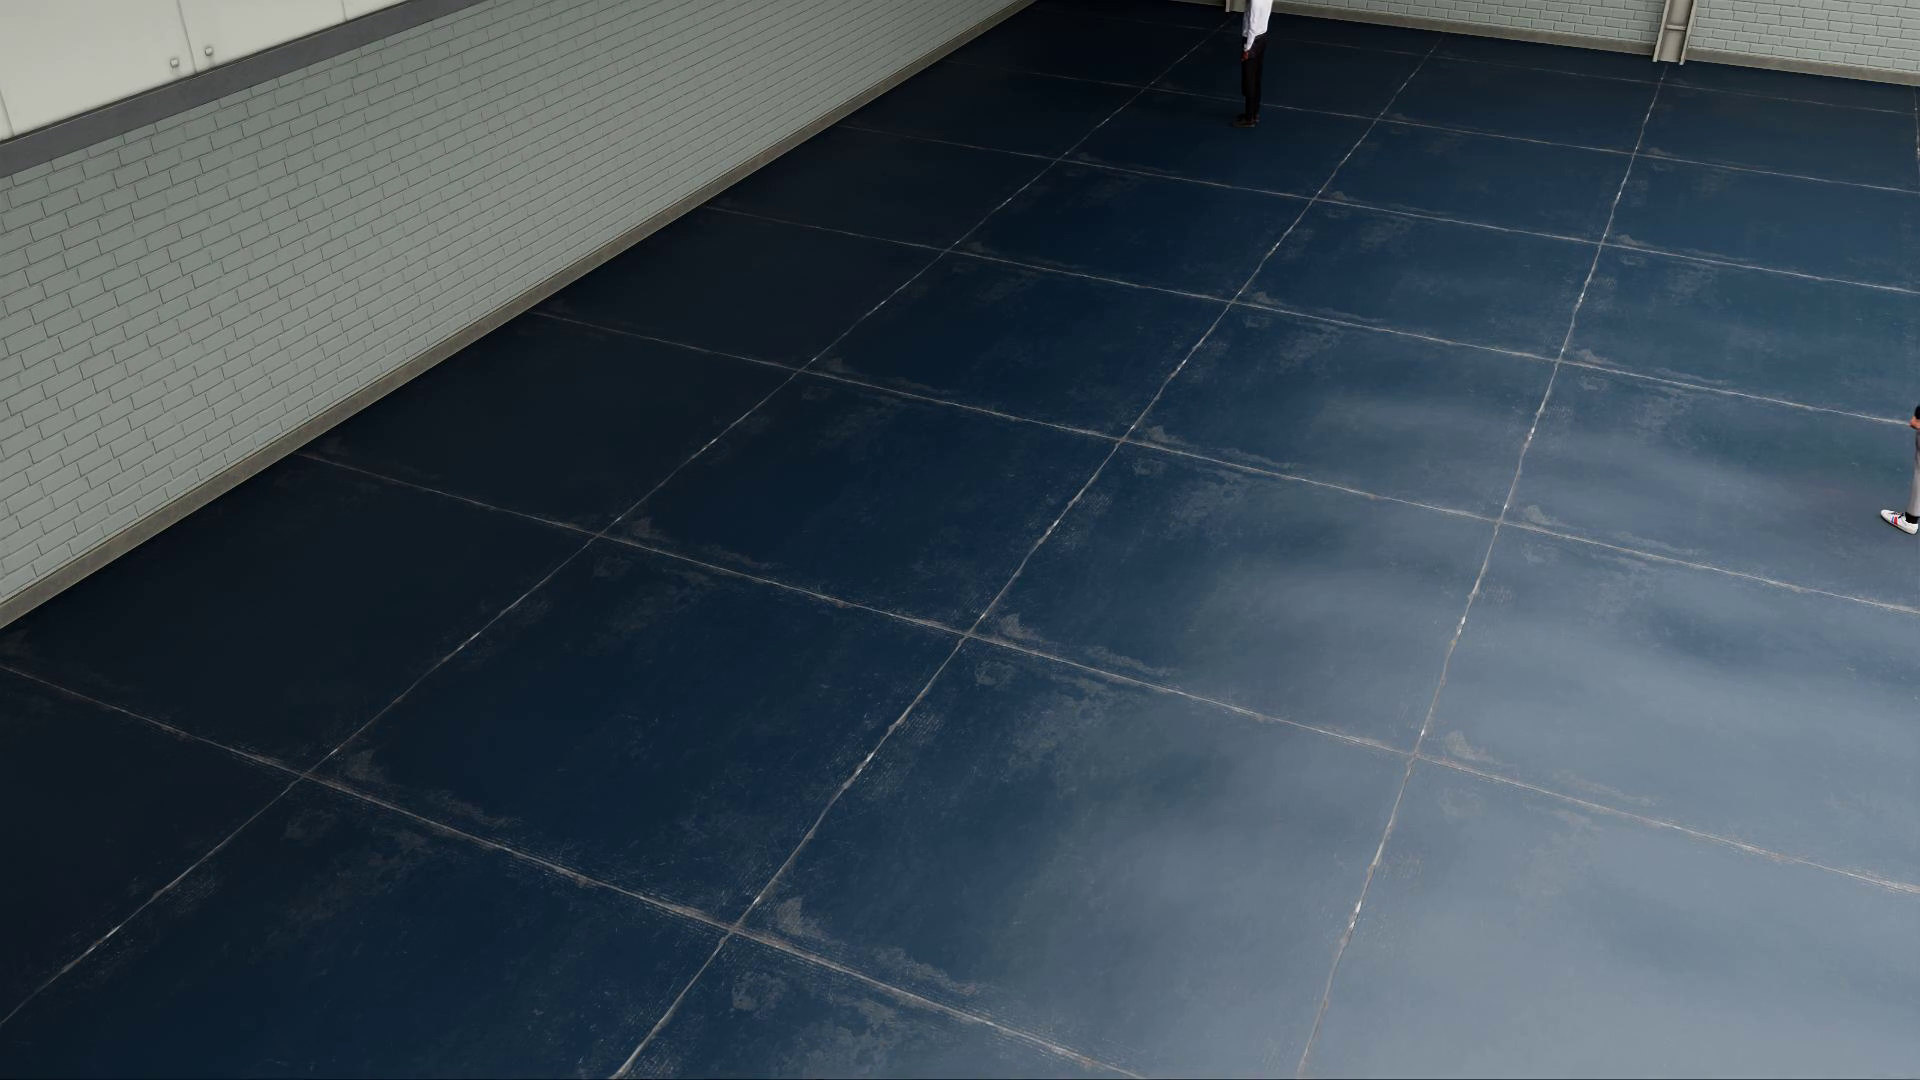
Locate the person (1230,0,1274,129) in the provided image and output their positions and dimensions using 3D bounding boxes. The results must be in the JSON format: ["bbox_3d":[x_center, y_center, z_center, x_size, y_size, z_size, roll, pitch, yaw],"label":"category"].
[{"bbox_3d":[3.496,-5.851,19.769,0.541,1.836,0.645,16,36,24],"label":"person"}]
